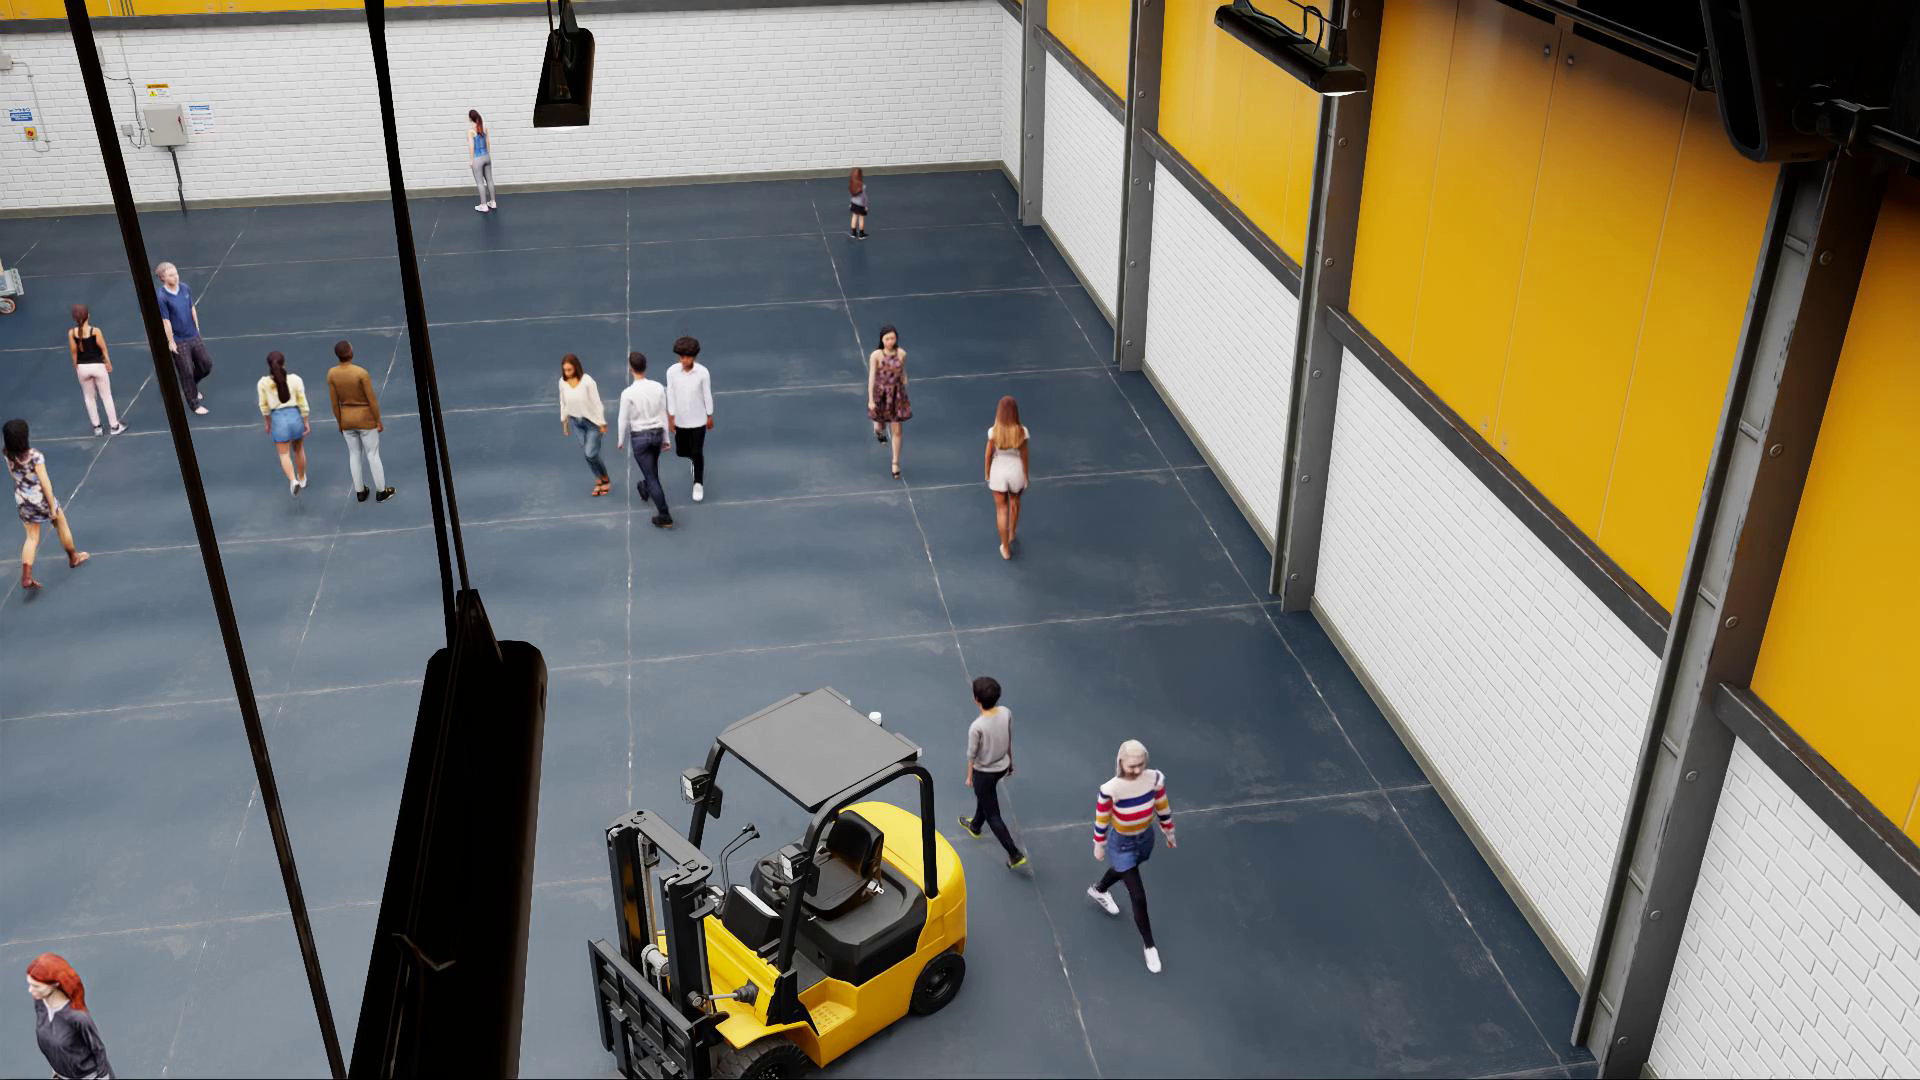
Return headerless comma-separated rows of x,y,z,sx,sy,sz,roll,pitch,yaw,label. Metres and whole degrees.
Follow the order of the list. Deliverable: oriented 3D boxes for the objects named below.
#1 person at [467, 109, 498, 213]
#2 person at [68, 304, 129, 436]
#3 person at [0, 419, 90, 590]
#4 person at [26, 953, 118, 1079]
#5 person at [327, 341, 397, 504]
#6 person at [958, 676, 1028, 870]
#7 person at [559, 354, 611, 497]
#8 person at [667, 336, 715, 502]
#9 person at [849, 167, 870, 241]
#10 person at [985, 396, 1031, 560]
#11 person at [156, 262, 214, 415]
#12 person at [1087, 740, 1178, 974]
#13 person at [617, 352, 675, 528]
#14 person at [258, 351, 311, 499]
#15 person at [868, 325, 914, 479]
-7.693,-6.093,26.667,0.708,1.608,0.645,18,33,29,person
-9.982,-1.951,19.126,0.589,1.558,0.591,-5,29,-9,person
-8.946,-0.319,15.987,0.808,1.698,1.166,3,29,5,person
-5.081,3.095,9.644,0.655,1.779,0.681,14,31,24,person
-6.363,-1.250,17.572,0.683,1.816,0.613,1,29,2,person
0.275,1.754,12.375,1.096,1.519,0.939,25,37,37,person
-3.942,-1.270,17.773,0.753,1.657,0.777,10,30,17,person
-2.883,-1.350,17.783,0.750,1.788,1.003,1,29,2,person
-1.563,-5.176,25.511,0.532,1.106,0.590,18,33,30,person
0.478,-0.589,16.500,0.637,1.681,0.818,-3,29,-6,person
-9.237,-2.389,19.614,0.917,1.859,0.857,15,32,25,person
1.141,2.063,11.556,0.944,1.760,1.231,-15,32,-25,person
-3.162,-0.985,17.067,0.975,1.834,1.246,-19,34,-31,person
-7.171,-1.213,17.710,0.797,1.619,1.030,-12,31,-22,person
-0.793,-1.554,18.197,0.697,1.751,1.000,-11,31,-19,person
